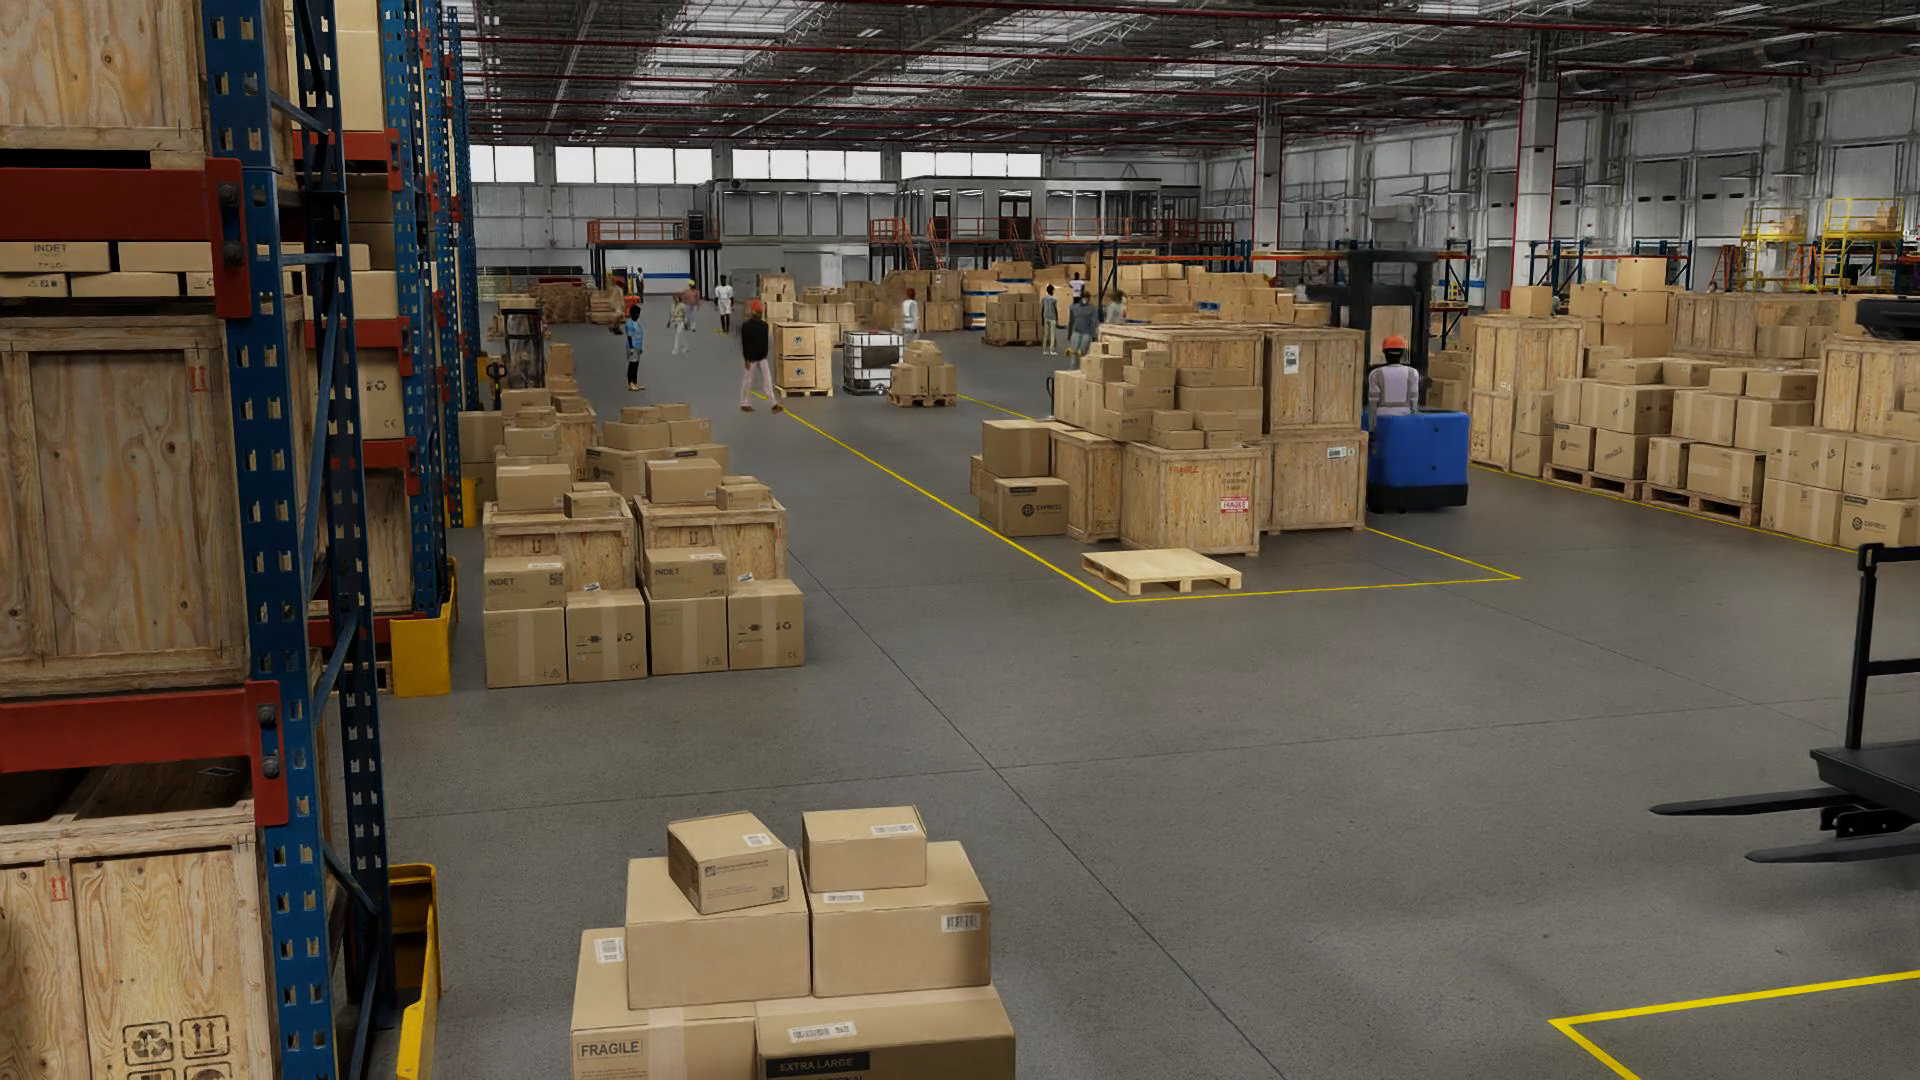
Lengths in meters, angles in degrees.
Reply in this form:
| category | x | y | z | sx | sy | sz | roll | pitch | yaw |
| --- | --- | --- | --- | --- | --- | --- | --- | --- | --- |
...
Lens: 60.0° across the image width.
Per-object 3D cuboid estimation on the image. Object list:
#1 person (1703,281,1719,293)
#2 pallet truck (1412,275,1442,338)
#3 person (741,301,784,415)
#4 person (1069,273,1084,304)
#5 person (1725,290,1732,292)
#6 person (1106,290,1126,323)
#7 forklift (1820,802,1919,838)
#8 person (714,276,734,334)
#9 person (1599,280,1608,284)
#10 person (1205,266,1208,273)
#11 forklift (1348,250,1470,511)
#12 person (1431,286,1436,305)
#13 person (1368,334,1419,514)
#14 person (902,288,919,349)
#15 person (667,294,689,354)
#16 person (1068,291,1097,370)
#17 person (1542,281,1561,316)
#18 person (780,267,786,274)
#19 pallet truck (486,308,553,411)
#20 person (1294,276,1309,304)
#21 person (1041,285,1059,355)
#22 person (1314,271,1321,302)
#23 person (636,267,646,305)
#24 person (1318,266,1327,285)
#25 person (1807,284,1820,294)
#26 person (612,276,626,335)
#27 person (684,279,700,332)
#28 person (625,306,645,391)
| category | x | y | z | sx | sy | sz | roll | pitch | yaw |
| --- | --- | --- | --- | --- | --- | --- | --- | --- | --- |
| person | 20.486 | -6.097 | 45.377 | 0.627 | 1.936 | 0.375 | 6 | 12 | 32 |
| pallet truck | 14.620 | -7.324 | 52.145 | 0.823 | 1.965 | 1.885 | 8 | 13 | 40 |
| person | -3.454 | -3.115 | 28.459 | 1.043 | 1.938 | 0.649 | 10 | 14 | 44 |
| person | 4.453 | -9.277 | 63.569 | 0.622 | 1.862 | 1.001 | -1 | 10 | -5 |
| person | 20.885 | -5.975 | 45.352 | 0.535 | 1.700 | 0.318 | 4 | 11 | 19 |
| person | 3.483 | -4.695 | 37.579 | 1.046 | 1.875 | 0.660 | 4 | 11 | 20 |
| forklift | 5.230 | 0.107 | 7.568 | 1.873 | 2.768 | 1.129 | -3 | 10 | -15 |
| person | -7.695 | -7.656 | 54.231 | 0.632 | 1.913 | 1.007 | -1 | 10 | -5 |
| person | 18.103 | -6.378 | 46.989 | 0.380 | 1.923 | 0.635 | 0 | 10 | 1 |
| person | 11.842 | -12.297 | 80.473 | 0.354 | 1.939 | 0.544 | -1 | 10 | -4 |
| forklift | 4.765 | -1.822 | 18.490 | 1.129 | 2.768 | 1.873 | -3 | 10 | -16 |
| person | 15.514 | -7.841 | 55.657 | 0.651 | 1.803 | 0.875 | -3 | 10 | -14 |
| person | 4.634 | -1.239 | 17.879 | 0.542 | 1.931 | 0.366 | 0 | 10 | 0 |
| person | -1.268 | -5.265 | 40.889 | 0.790 | 1.861 | 0.583 | -7 | 12 | -35 |
| person | -7.539 | -5.803 | 44.672 | 0.513 | 1.595 | 0.861 | 7 | 12 | 33 |
| person | 2.627 | -4.421 | 35.985 | 0.650 | 1.896 | 0.937 | 2 | 10 | 14 |
| person | 14.209 | -5.274 | 40.414 | 0.684 | 2.000 | 0.538 | 3 | 10 | 16 |
| person | -8.229 | -11.756 | 77.465 | 0.597 | 1.916 | 0.371 | -2 | 10 | -13 |
| pallet truck | -6.242 | -2.418 | 24.362 | 0.823 | 1.965 | 1.885 | 1 | 10 | 3 |
| person | 11.511 | -7.951 | 56.083 | 0.538 | 1.860 | 0.507 | 6 | 12 | 30 |
| person | 2.390 | -5.826 | 44.064 | 0.510 | 1.860 | 0.333 | 6 | 12 | 32 |
| person | 17.201 | -12.063 | 79.462 | 0.623 | 1.835 | 0.431 | 9 | 14 | 43 |
| person | -15.740 | -12.497 | 81.872 | 0.514 | 1.841 | 0.327 | 7 | 12 | 35 |
| person | 16.690 | -11.663 | 76.773 | 0.486 | 1.979 | 0.621 | -1 | 10 | -7 |
| person | 22.035 | -5.661 | 43.059 | 0.976 | 1.882 | 0.610 | 7 | 12 | 36 |
| person | -11.034 | -7.594 | 53.890 | 0.469 | 1.912 | 0.557 | 1 | 10 | 5 |
| person | -9.014 | -7.887 | 55.981 | 0.534 | 1.754 | 0.363 | -2 | 10 | -10 |
| person | -6.489 | -3.823 | 33.183 | 0.320 | 1.692 | 0.531 | 2 | 10 | 11 |
